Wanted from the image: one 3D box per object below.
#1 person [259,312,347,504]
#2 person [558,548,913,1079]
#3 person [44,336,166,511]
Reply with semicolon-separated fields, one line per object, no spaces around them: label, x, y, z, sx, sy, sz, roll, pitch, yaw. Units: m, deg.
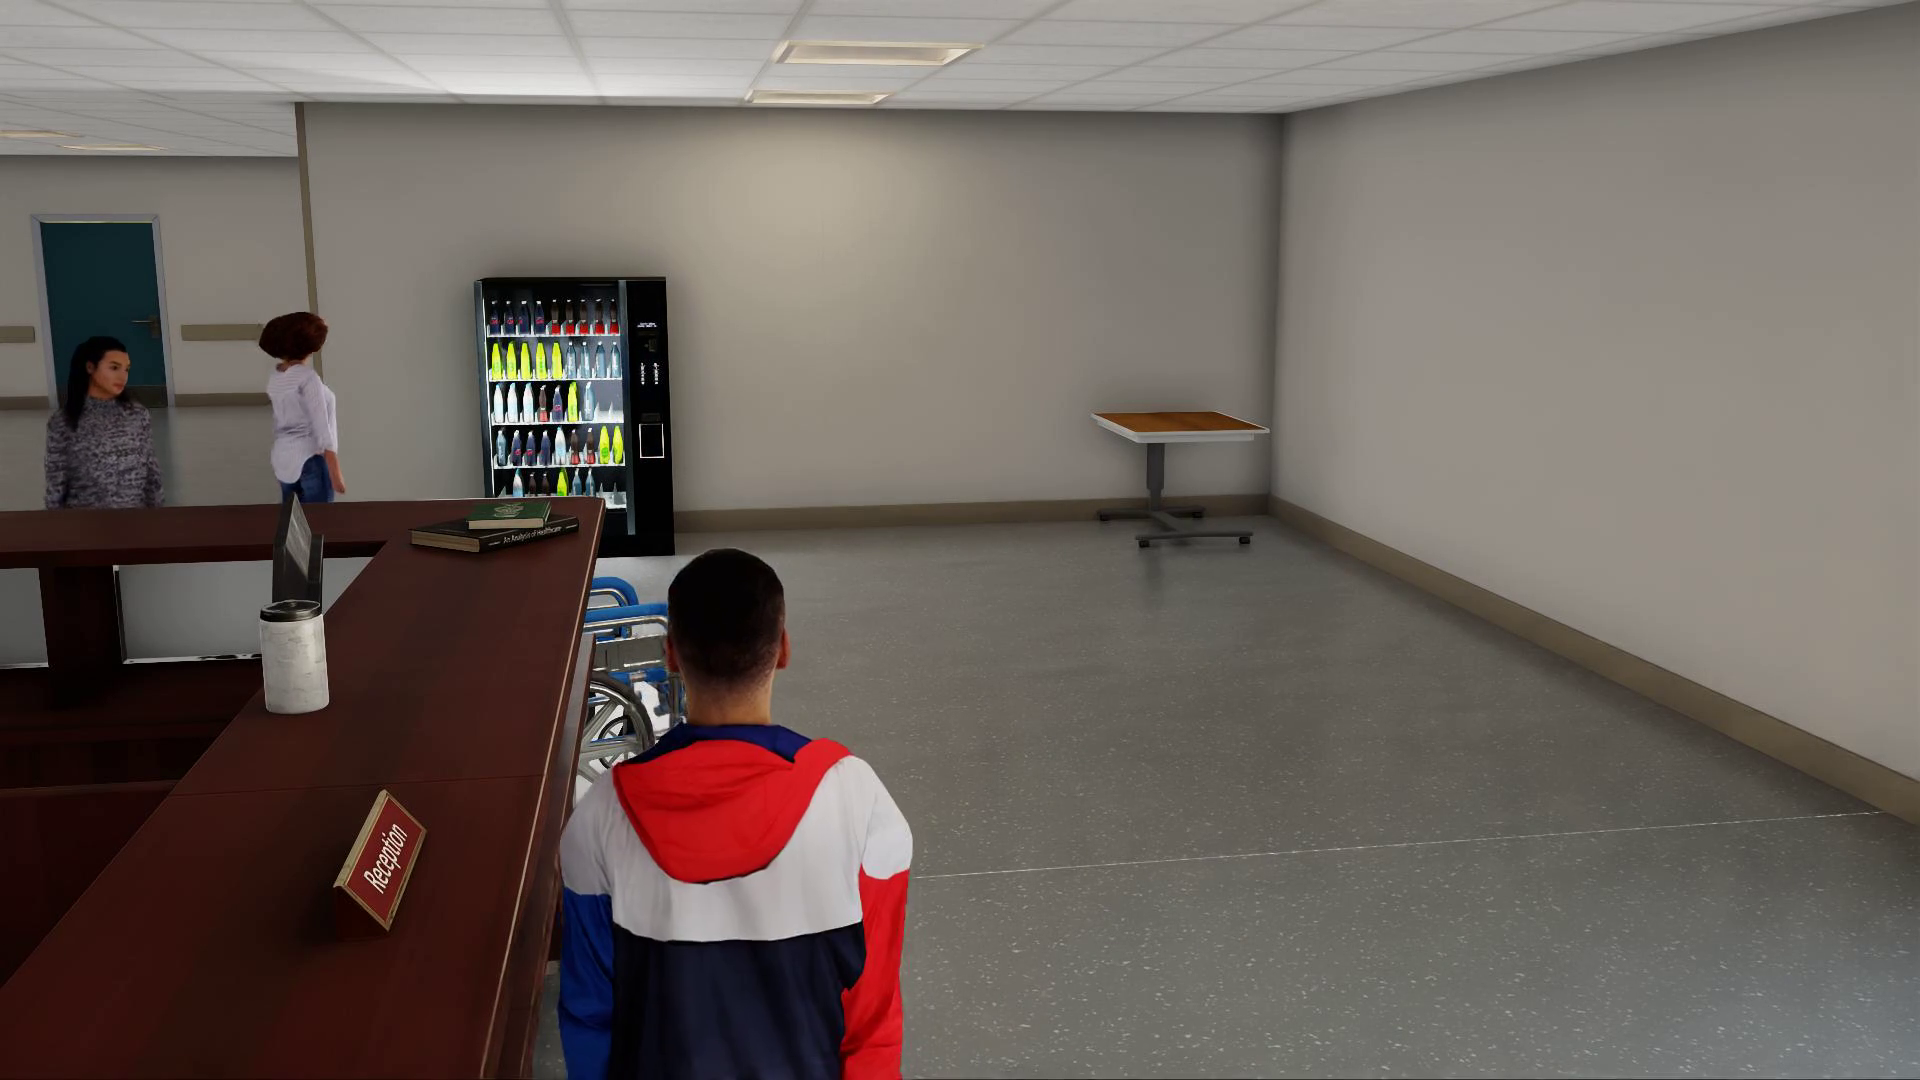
person;-3.797;-0.444;9.486;0.898;1.708;0.853;-10;14;-42
person;-0.306;0.913;2.317;1.111;1.715;0.739;-1;11;-8
person;-3.712;-0.025;7.250;1.038;1.719;1.004;10;15;44
